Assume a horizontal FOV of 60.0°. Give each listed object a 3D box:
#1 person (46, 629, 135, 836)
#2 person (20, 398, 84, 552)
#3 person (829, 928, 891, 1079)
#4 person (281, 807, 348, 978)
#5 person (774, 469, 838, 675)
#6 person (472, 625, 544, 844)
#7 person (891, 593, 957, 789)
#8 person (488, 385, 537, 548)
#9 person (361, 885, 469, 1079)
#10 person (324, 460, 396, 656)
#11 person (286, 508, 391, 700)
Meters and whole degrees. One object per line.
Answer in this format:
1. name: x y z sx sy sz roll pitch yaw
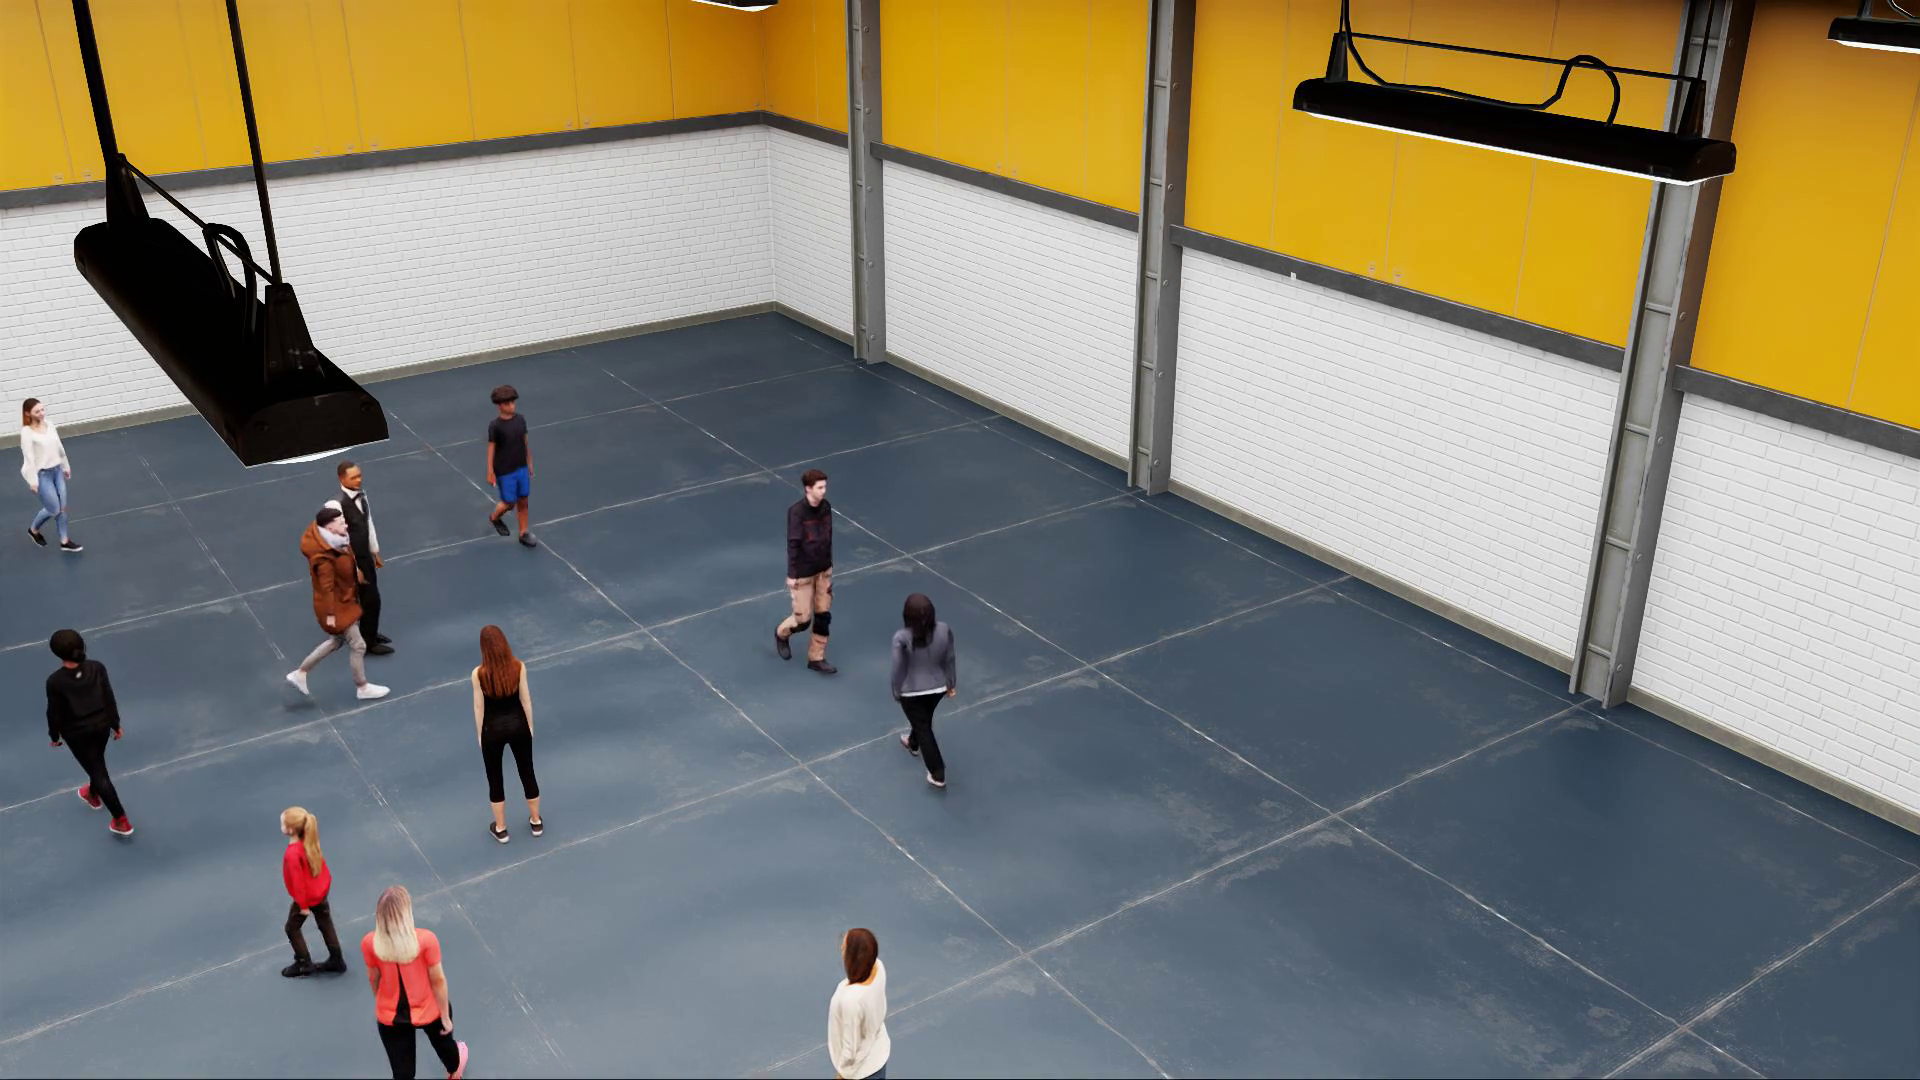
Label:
1. person: -6.443 1.456 12.355 1.135 1.636 0.819 18 29 35
2. person: -9.473 -0.656 17.134 0.894 1.679 0.834 5 24 10
3. person: -0.524 2.833 9.148 0.730 1.683 0.699 7 25 17
4. person: -4.195 2.311 10.860 0.732 1.268 0.678 3 24 6
5. person: -1.379 0.267 14.741 0.812 1.905 0.968 -21 31 -39
6. person: -3.369 1.425 12.318 0.606 1.722 0.584 -9 25 -20
7. person: -0.262 1.205 13.040 0.724 1.548 1.104 -13 27 -26
8. person: -4.720 -0.776 17.289 0.947 1.775 0.796 17 29 33
9. person: -3.108 2.750 9.367 0.958 1.659 1.150 -2 24 -4
10. person: -5.498 0.190 14.945 0.921 1.882 0.861 1 24 3
11. person: -5.391 0.577 14.143 0.946 1.815 1.062 -12 26 -25
